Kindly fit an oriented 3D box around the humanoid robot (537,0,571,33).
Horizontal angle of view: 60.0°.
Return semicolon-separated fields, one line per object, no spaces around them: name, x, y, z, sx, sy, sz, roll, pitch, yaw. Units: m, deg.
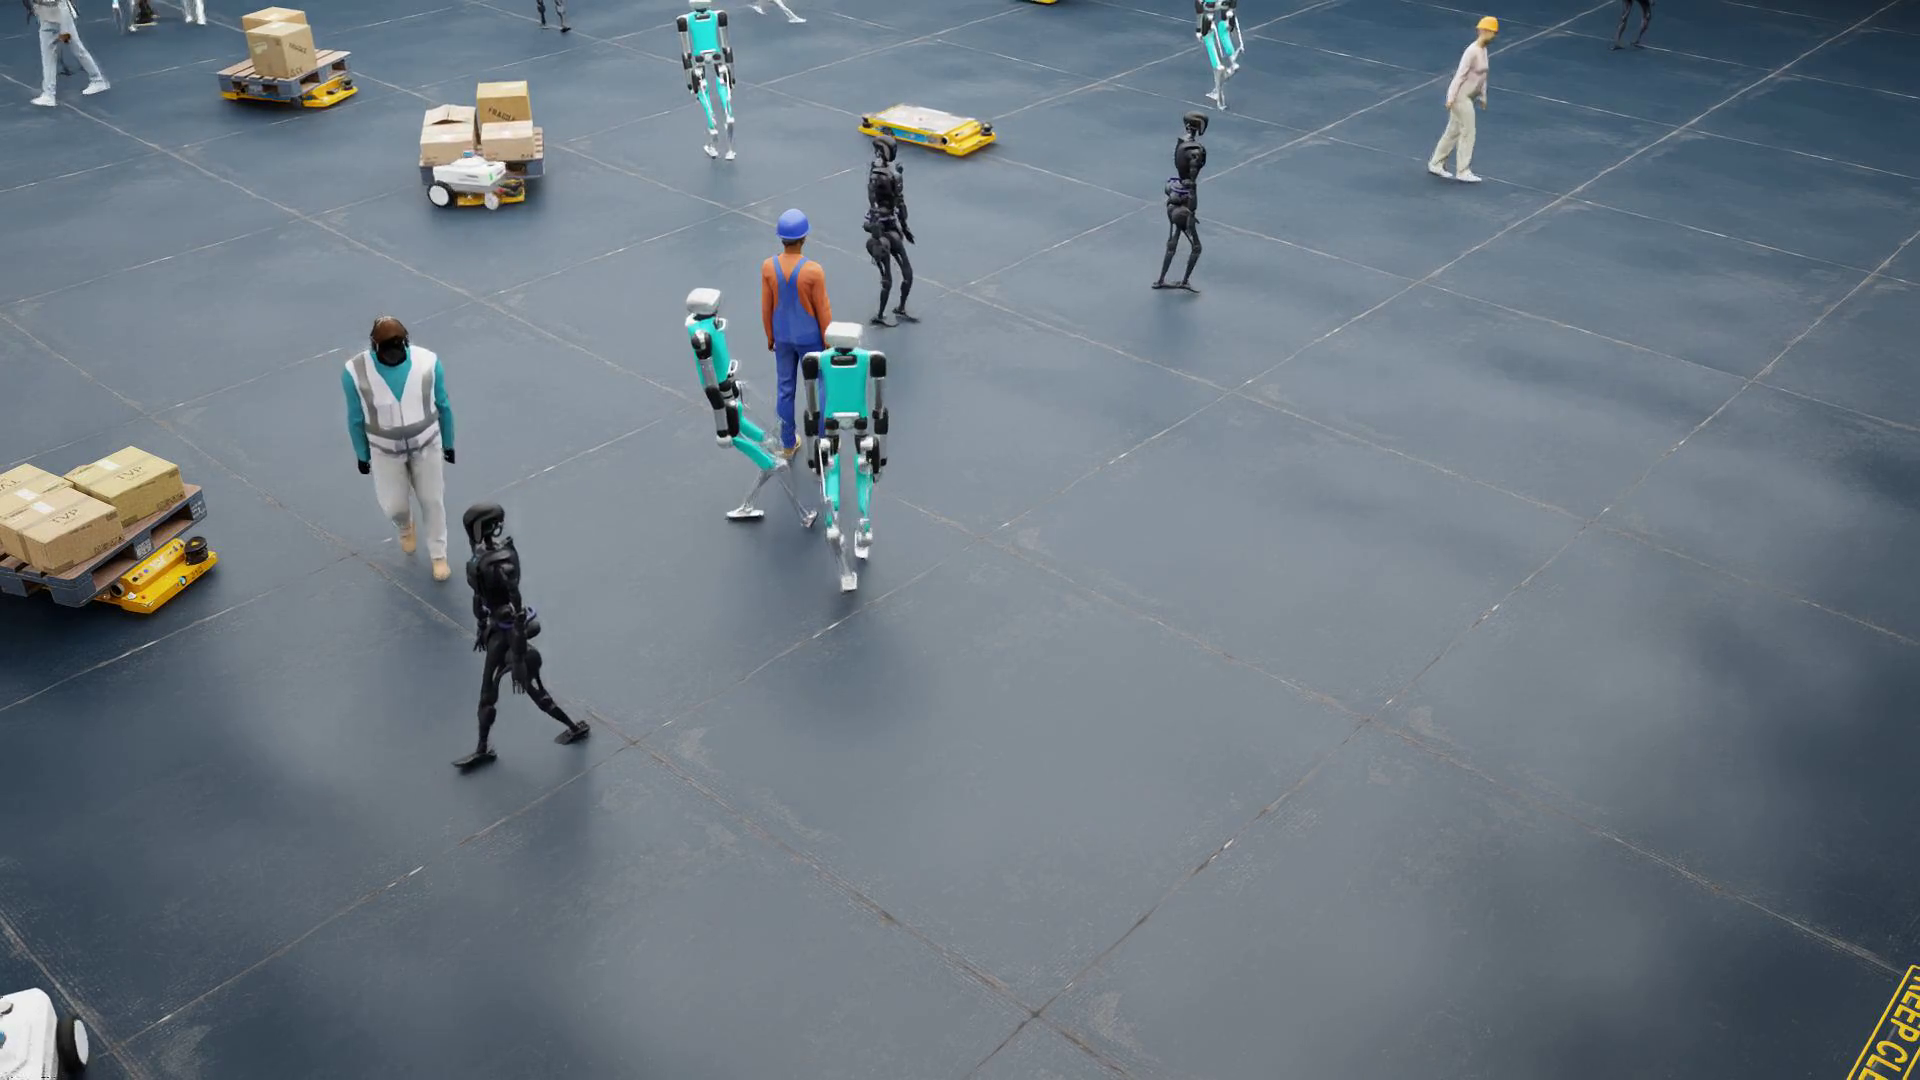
humanoid robot;-5.495;-7.542;21.995;0.590;1.624;0.779;-13;34;-20

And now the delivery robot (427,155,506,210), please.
delivery robot;-4.968;-3.646;16.767;0.797;0.608;0.499;7;33;11

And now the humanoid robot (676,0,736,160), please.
humanoid robot;-2.601;-4.766;17.419;0.569;1.732;0.958;-9;33;-14

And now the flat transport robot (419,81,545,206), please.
flat transport robot;-4.913;-3.802;17.276;0.659;0.231;1.431;-6;32;-10

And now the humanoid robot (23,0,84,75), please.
humanoid robot;-11.113;-6.529;20.343;0.612;1.645;0.463;-22;38;-32

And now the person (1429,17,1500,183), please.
person;5.248;-4.515;17.110;0.661;1.644;0.534;16;35;24

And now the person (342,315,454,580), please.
person;-3.538;-0.595;10.633;0.645;1.826;0.463;-12;34;-19

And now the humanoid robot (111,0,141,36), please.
humanoid robot;-11.059;-7.493;21.898;0.566;1.843;0.787;-21;38;-30

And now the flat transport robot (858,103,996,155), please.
flat transport robot;-0.372;-4.582;18.533;1.431;0.231;0.659;20;37;29

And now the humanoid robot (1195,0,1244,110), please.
humanoid robot;3.073;-5.862;19.299;0.543;1.882;0.789;-13;34;-20

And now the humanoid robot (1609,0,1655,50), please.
humanoid robot;8.677;-7.114;21.283;0.428;1.646;0.596;-14;34;-21

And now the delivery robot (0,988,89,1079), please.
delivery robot;-4.092;2.313;7.150;0.499;0.586;0.765;-11;34;-18

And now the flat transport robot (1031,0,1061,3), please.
flat transport robot;1.357;-8.047;24.111;0.659;0.231;1.431;18;36;26

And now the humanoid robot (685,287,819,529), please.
humanoid robot;-1.322;-0.822;11.132;0.895;1.829;0.550;-1;32;-2

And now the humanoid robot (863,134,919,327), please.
humanoid robot;-0.584;-2.581;13.969;0.399;1.644;0.589;14;34;21

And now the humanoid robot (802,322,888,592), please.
humanoid robot;-0.706;-0.434;10.473;0.531;1.740;0.969;-2;32;-4

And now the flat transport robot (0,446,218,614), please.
flat transport robot;-5.713;0.130;10.945;1.431;0.231;0.659;10;33;15

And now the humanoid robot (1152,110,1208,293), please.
humanoid robot;1.952;-2.969;14.609;0.426;1.643;0.589;-2;32;-4

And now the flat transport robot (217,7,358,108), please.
flat transport robot;-8.002;-5.381;19.820;1.431;0.231;0.659;9;33;14

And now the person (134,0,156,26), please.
person;-11.200;-7.816;22.182;0.454;1.911;0.701;0;32;1

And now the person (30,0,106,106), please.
person;-10.582;-6.026;19.372;0.656;1.840;0.994;10;33;16

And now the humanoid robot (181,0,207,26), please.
humanoid robot;-10.463;-7.856;22.413;0.531;1.767;0.772;-14;34;-21

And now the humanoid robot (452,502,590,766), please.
humanoid robot;-2.453;0.529;9.026;0.756;1.646;0.588;-23;39;-33

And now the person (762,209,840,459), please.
person;-1.155;-1.453;11.939;0.522;1.911;0.361;8;33;13

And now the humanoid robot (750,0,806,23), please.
humanoid robot;-2.606;-7.876;22.502;1.030;1.777;0.544;10;33;16
